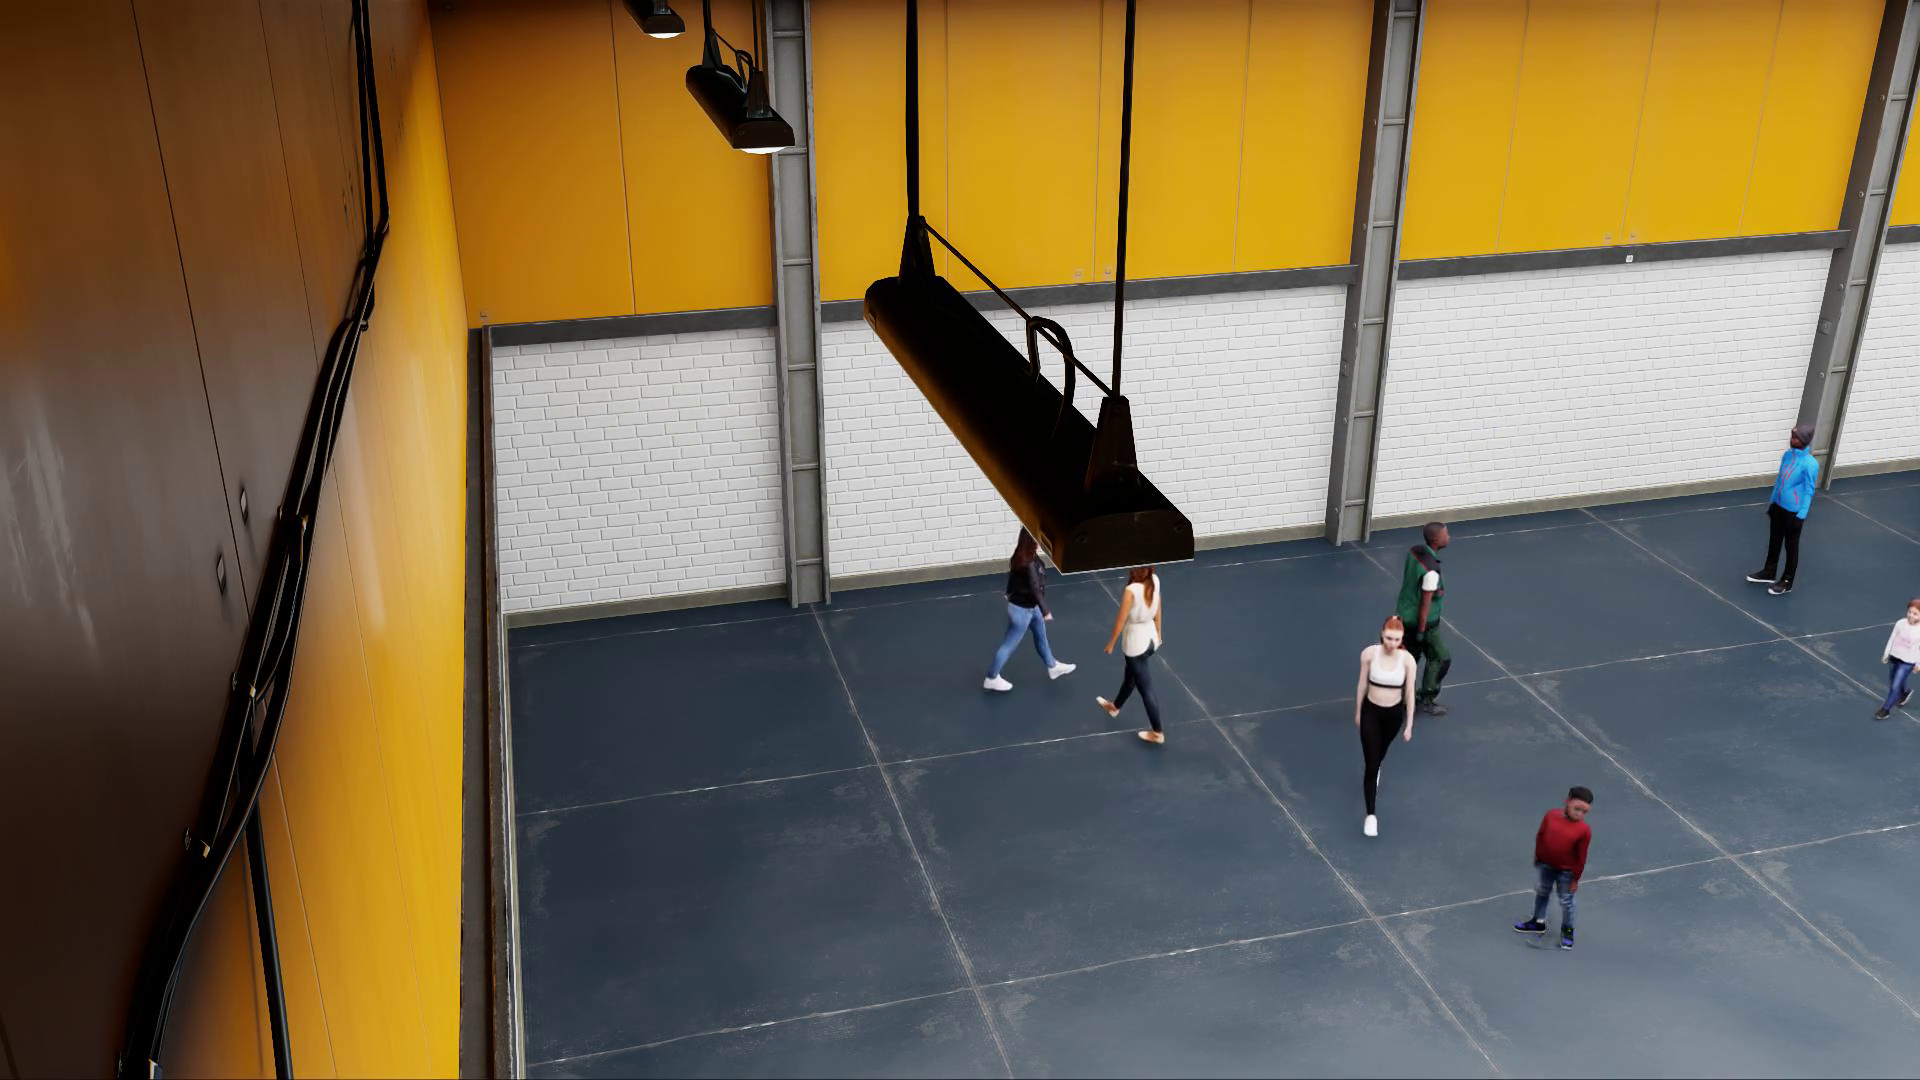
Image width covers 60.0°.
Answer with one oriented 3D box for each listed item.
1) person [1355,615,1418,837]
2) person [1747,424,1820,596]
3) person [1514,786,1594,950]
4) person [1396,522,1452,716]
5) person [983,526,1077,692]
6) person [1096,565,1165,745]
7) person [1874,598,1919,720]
[{"bbox_3d":[3.316,1.366,13.049,1.249,1.689,1.091,6,24,13],"label":"person"},{"bbox_3d":[8.392,-0.329,16.790,0.504,1.797,0.597,-6,24,-14],"label":"person"},{"bbox_3d":[4.166,2.240,11.607,0.607,1.243,0.615,-9,25,-21],"label":"person"},{"bbox_3d":[3.900,0.693,14.423,0.772,1.822,0.719,-4,24,-8],"label":"person"},{"bbox_3d":[0.489,0.626,14.865,1.148,1.591,0.809,-2,24,-4],"label":"person"},{"bbox_3d":[1.591,0.923,13.982,1.009,1.753,1.060,20,30,38],"label":"person"},{"bbox_3d":[8.308,1.016,14.595,0.830,1.091,0.564,-12,27,-26],"label":"person"}]
